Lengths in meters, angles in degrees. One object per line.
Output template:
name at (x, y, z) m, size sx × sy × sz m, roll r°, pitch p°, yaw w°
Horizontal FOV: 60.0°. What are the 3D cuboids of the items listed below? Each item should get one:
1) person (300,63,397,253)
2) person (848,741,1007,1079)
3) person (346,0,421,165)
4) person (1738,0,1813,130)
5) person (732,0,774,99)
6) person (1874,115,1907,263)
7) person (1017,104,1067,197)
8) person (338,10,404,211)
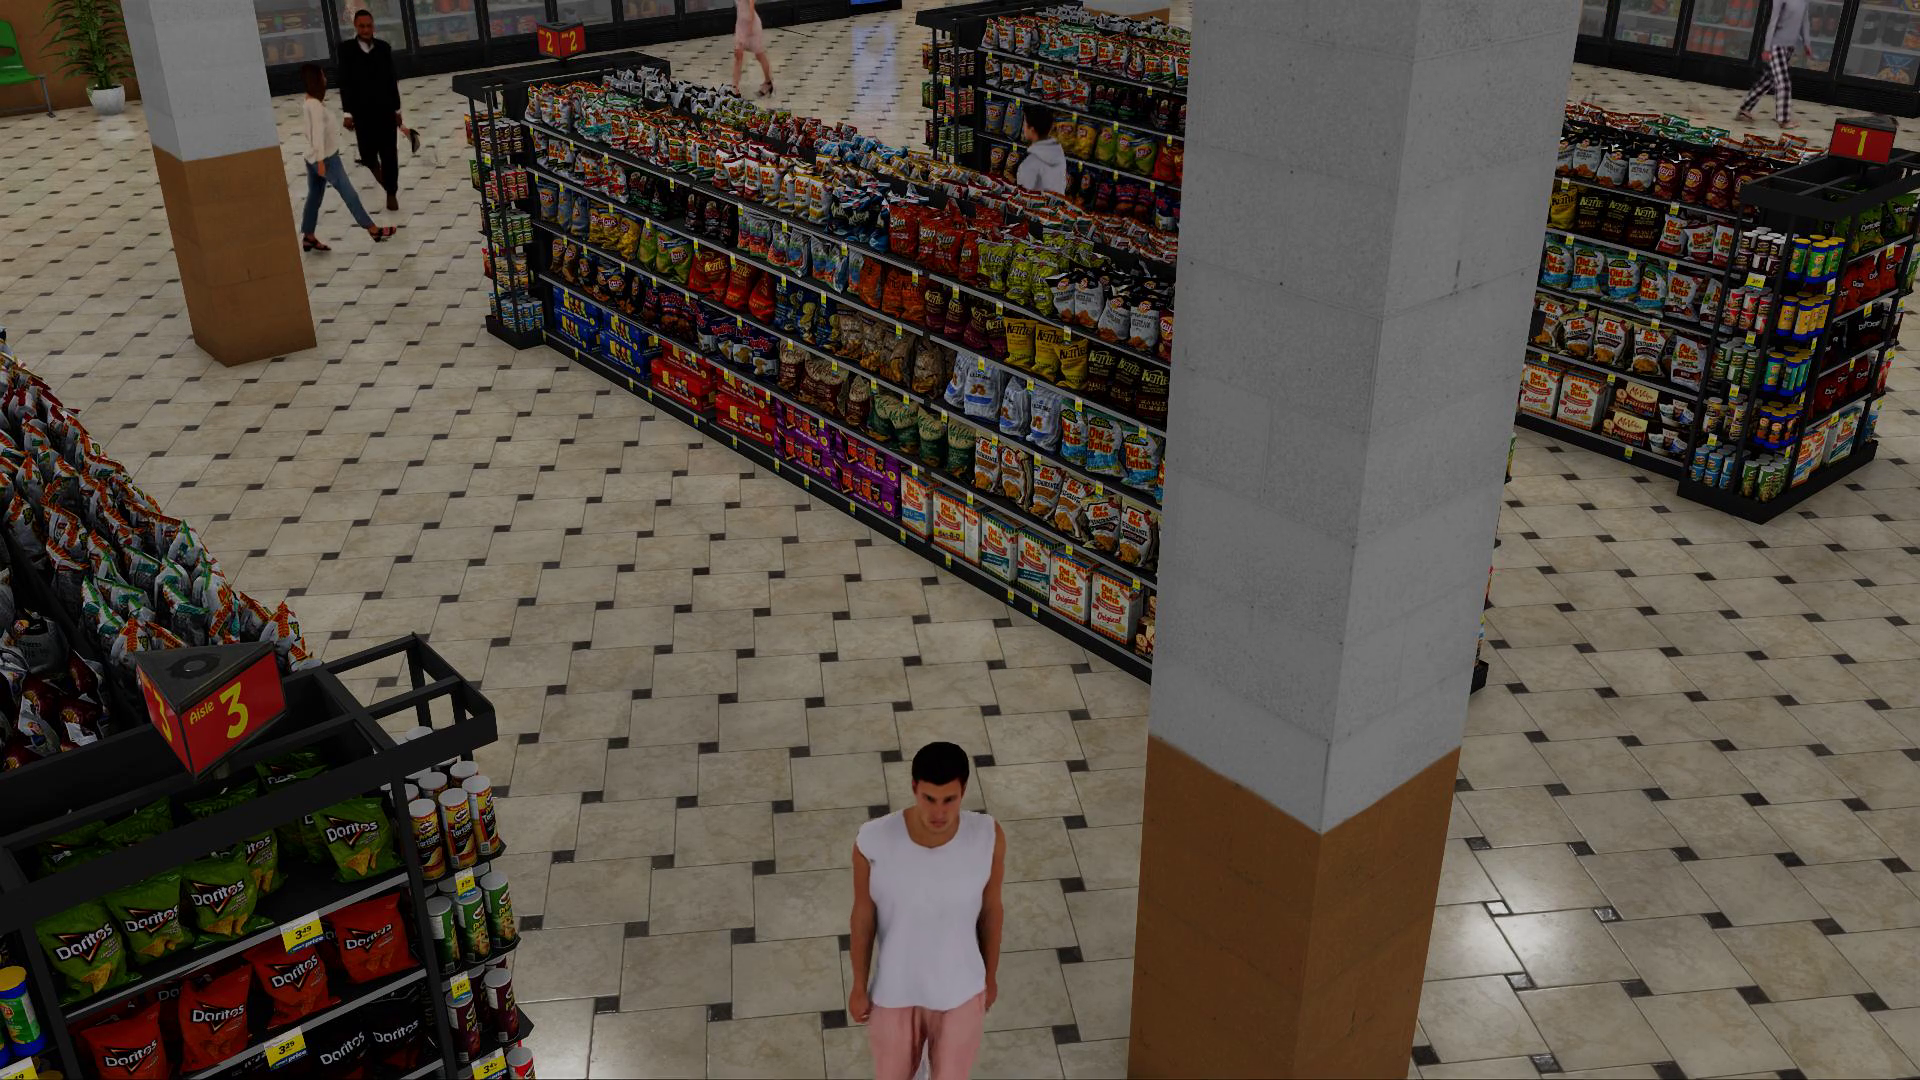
person at (-5.706, -3.332, 14.689) m, size 0.864 × 1.649 × 1.048 m, roll -12°, pitch 29°, yaw -23°
person at (-0.098, 1.347, 5.326) m, size 0.945 × 1.771 × 1.030 m, roll 0°, pitch 27°, yaw -1°
person at (-6.147, -4.808, 17.509) m, size 0.999 × 1.730 × 0.967 m, roll 0°, pitch 27°, yaw 1°
person at (9.397, -5.685, 19.160) m, size 0.810 × 1.801 × 1.199 m, roll -13°, pitch 30°, yaw -24°
person at (-2.532, -6.265, 20.338) m, size 0.796 × 1.770 × 1.019 m, roll -24°, pitch 35°, yaw -38°
person at (6.957, -2.448, 12.922) m, size 1.105 × 1.670 × 1.102 m, roll 5°, pitch 27°, yaw 10°
person at (0.660, -2.218, 12.194) m, size 0.978 × 1.918 × 0.864 m, roll 15°, pitch 30°, yaw 27°
person at (-5.686, -4.161, 16.080) m, size 0.928 × 1.869 × 1.217 m, roll -12°, pitch 29°, yaw -22°
